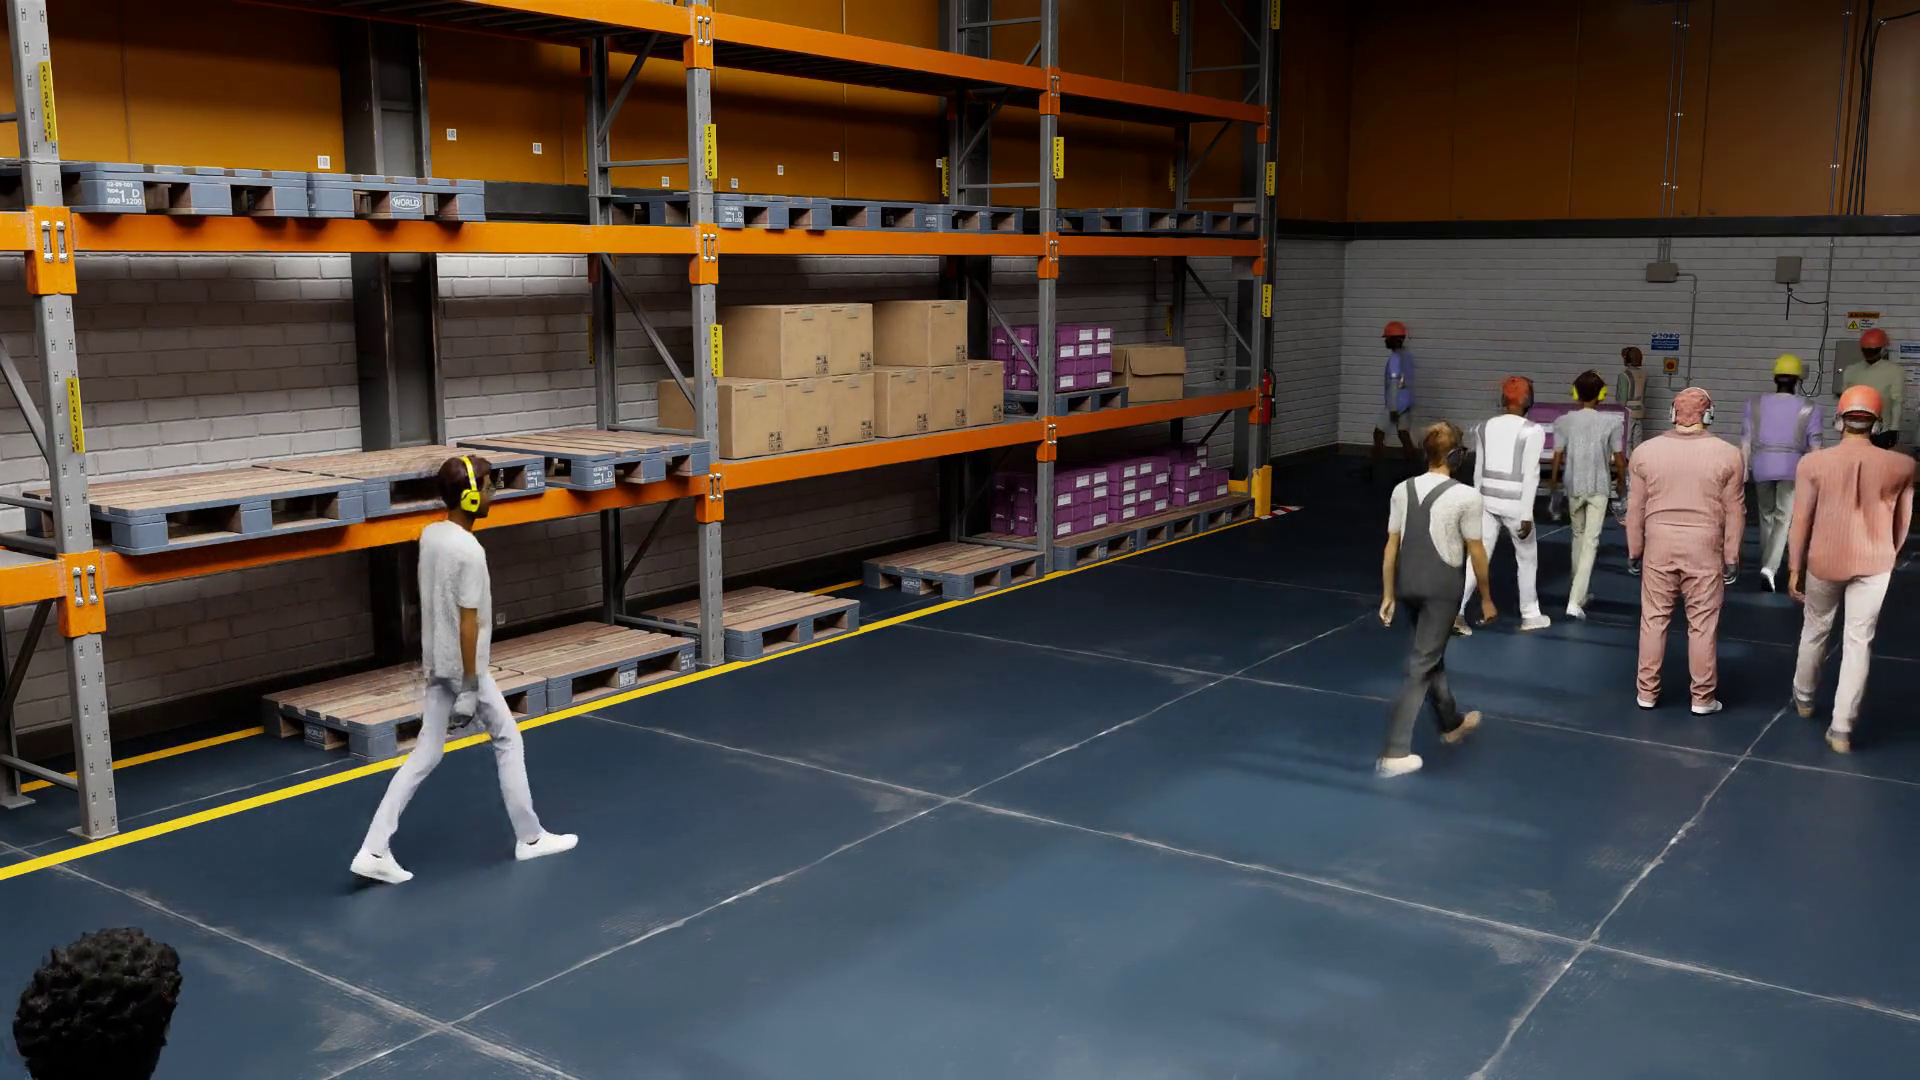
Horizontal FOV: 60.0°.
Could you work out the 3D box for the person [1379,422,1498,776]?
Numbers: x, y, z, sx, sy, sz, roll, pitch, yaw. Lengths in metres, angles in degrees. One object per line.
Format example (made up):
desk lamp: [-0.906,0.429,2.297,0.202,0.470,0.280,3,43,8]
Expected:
person: [2.510,0.287,8.635,0.962,1.794,0.509,-7,12,-35]

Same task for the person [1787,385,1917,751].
person: [4.893,0.123,9.193,0.597,1.935,0.997,5,11,25]

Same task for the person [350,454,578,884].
person: [-2.168,0.543,7.066,0.532,1.828,0.968,9,13,43]

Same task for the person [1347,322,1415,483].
person: [5.037,-1.618,19.684,0.877,1.899,0.563,7,12,34]

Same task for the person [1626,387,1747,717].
person: [4.201,0.069,9.649,0.639,1.902,0.407,6,11,32]

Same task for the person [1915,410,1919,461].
person: [9.368,-0.932,15.623,0.966,1.886,0.569,-7,12,-36]

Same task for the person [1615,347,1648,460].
person: [7.736,-1.409,19.224,0.524,1.639,0.308,-7,12,-38]

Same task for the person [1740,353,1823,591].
person: [6.580,-0.553,13.377,0.600,1.889,0.949,7,12,35]

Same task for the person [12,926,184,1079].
person: [-1.266,1.380,2.542,0.544,1.644,0.861,-2,10,-14]

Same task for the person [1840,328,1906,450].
person: [9.117,-1.141,16.641,0.658,1.972,0.630,-9,13,-42]

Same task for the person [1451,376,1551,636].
person: [3.790,-0.234,11.673,0.993,1.840,0.584,-7,12,-36]

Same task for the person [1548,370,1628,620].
person: [4.651,-0.341,12.324,0.529,1.830,0.936,8,12,39]
